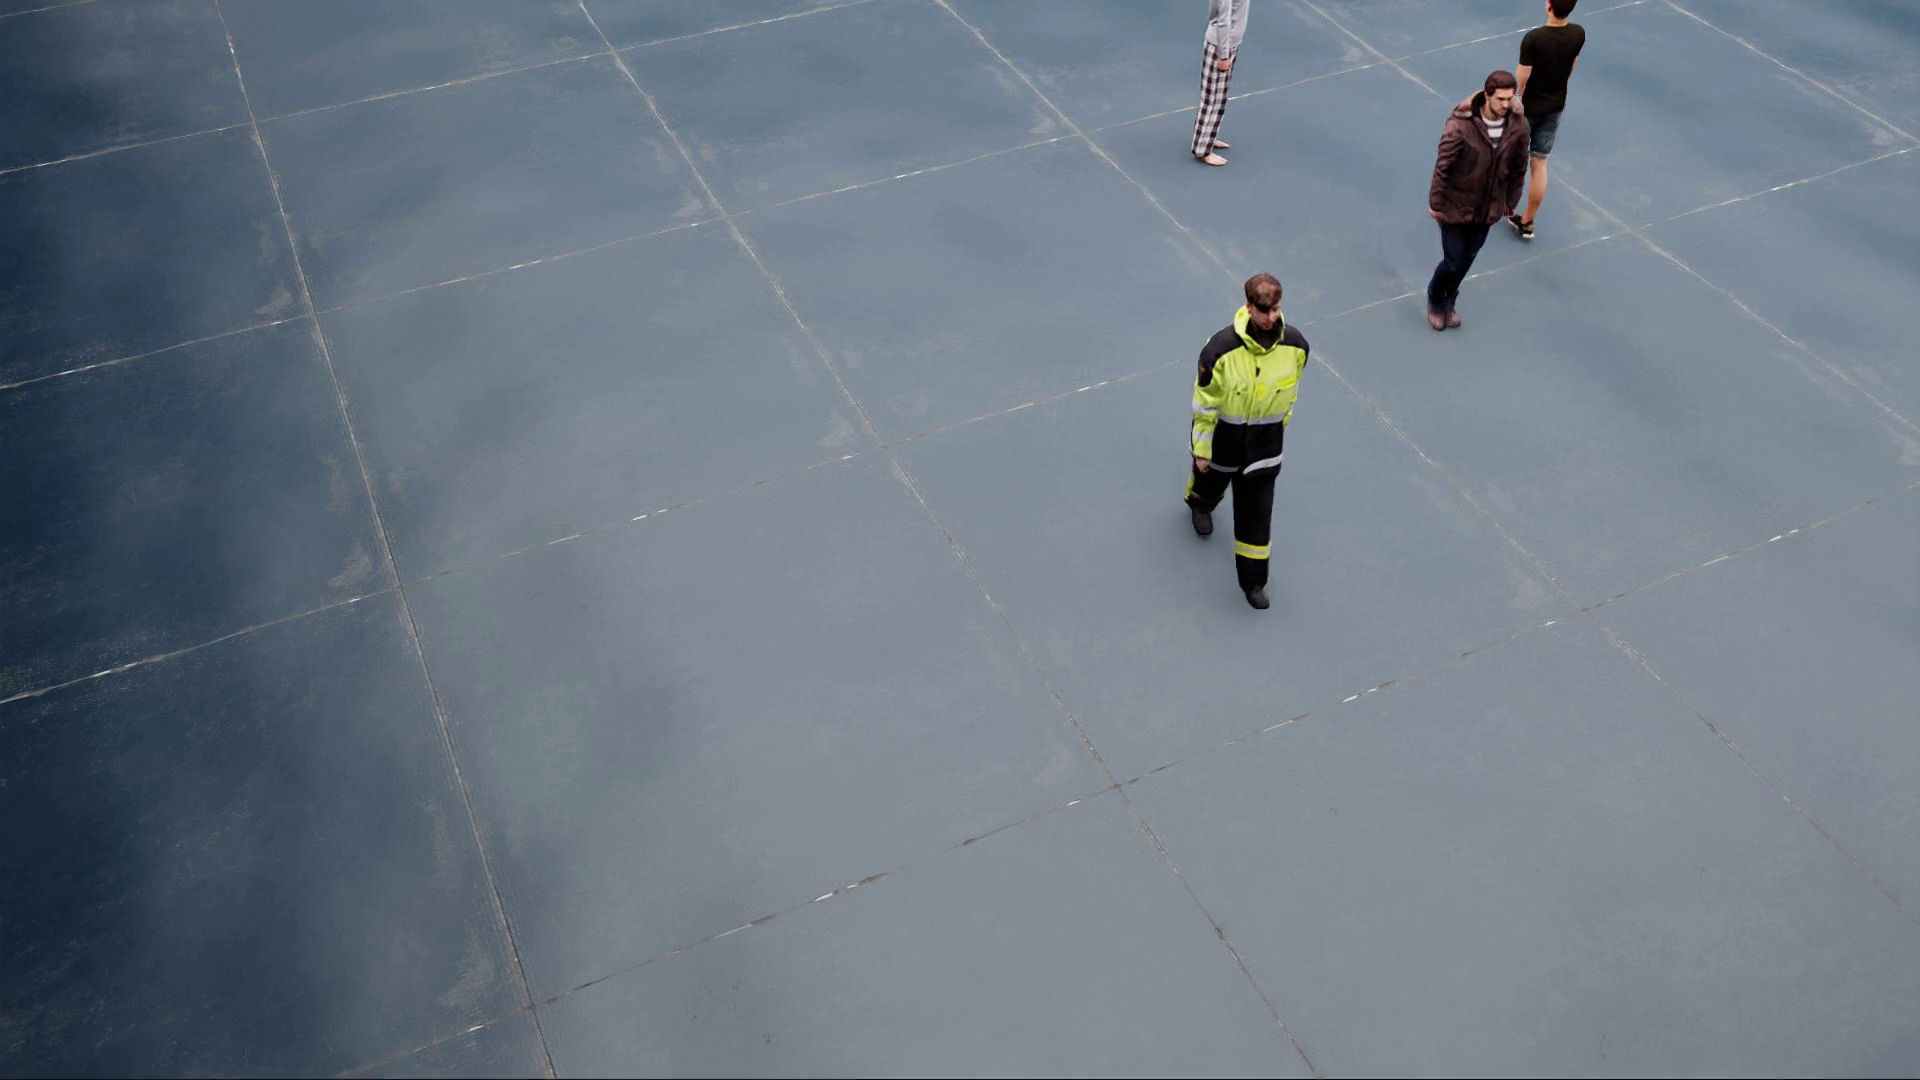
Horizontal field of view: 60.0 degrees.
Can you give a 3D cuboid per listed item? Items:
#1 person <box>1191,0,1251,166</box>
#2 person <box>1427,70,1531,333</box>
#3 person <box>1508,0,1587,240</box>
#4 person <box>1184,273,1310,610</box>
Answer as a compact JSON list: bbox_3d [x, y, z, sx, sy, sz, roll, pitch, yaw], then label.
[{"bbox_3d":[1.976,-3.749,12.510,0.767,1.847,0.691,10,43,11],"label":"person"},{"bbox_3d":[3.299,-2.248,10.865,0.820,1.837,0.773,-9,43,-9],"label":"person"},{"bbox_3d":[4.097,-2.973,11.681,0.843,1.814,1.144,-6,43,-7],"label":"person"},{"bbox_3d":[1.497,-0.655,9.043,1.022,1.928,1.350,-5,43,-6],"label":"person"}]
